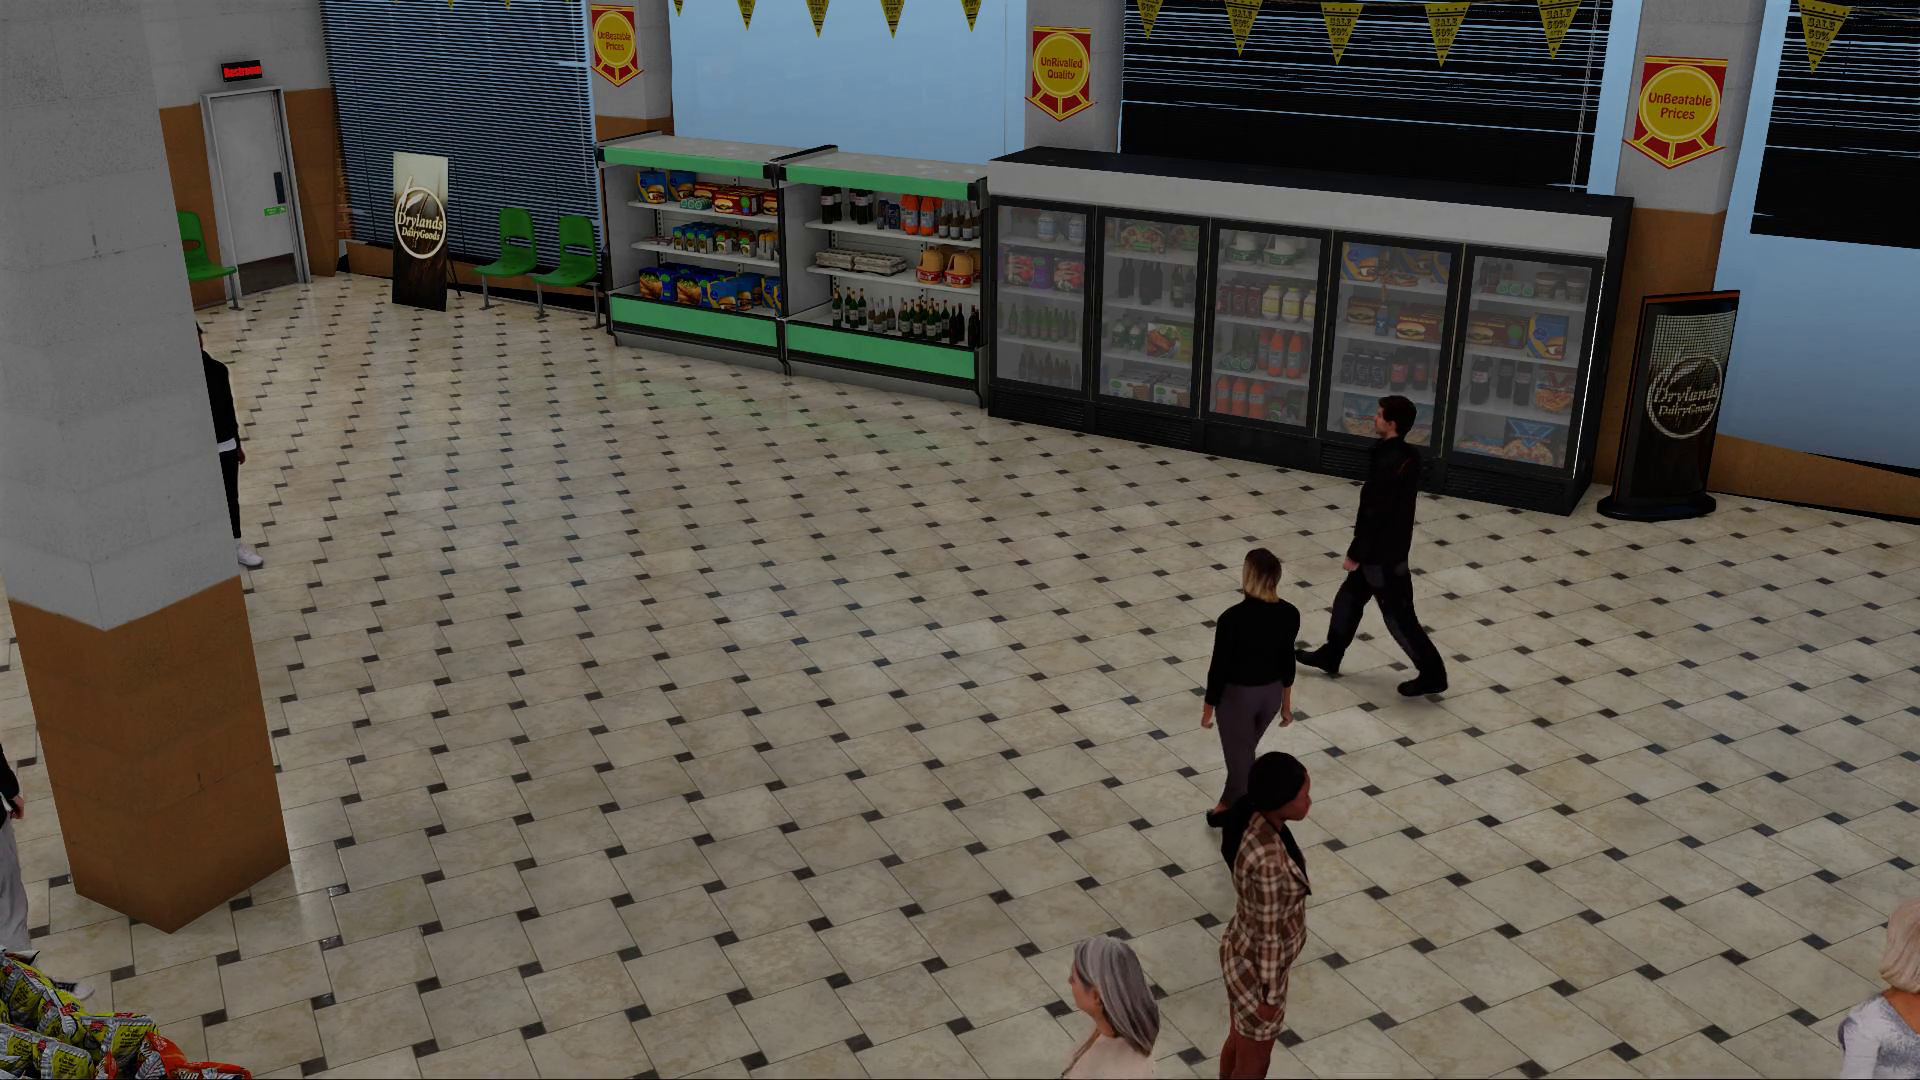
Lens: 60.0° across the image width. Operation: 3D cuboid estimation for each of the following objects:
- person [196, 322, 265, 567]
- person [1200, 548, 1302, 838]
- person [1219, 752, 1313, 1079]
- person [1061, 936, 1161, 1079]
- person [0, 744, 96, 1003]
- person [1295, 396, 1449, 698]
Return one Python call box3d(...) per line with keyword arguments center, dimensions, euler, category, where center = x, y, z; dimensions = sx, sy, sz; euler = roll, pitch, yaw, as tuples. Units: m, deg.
box3d(center=(-5.199, -0.647, 11.482), dimensions=(0.558, 1.818, 0.661), euler=(13, 25, 28), category="person")
box3d(center=(1.422, 0.870, 7.953), dimensions=(0.978, 1.635, 1.113), euler=(-9, 24, -22), category="person")
box3d(center=(1.070, 1.564, 6.013), dimensions=(0.678, 1.793, 0.669), euler=(2, 22, 4), category="person")
box3d(center=(0.576, 1.991, 5.090), dimensions=(1.211, 1.690, 1.021), euler=(-1, 22, -3), category="person")
box3d(center=(-4.197, 1.143, 6.875), dimensions=(1.174, 1.932, 1.090), euler=(-4, 22, -10), category="person")
box3d(center=(2.558, 0.087, 9.682), dimensions=(1.233, 1.799, 0.881), euler=(7, 23, 18), category="person")
